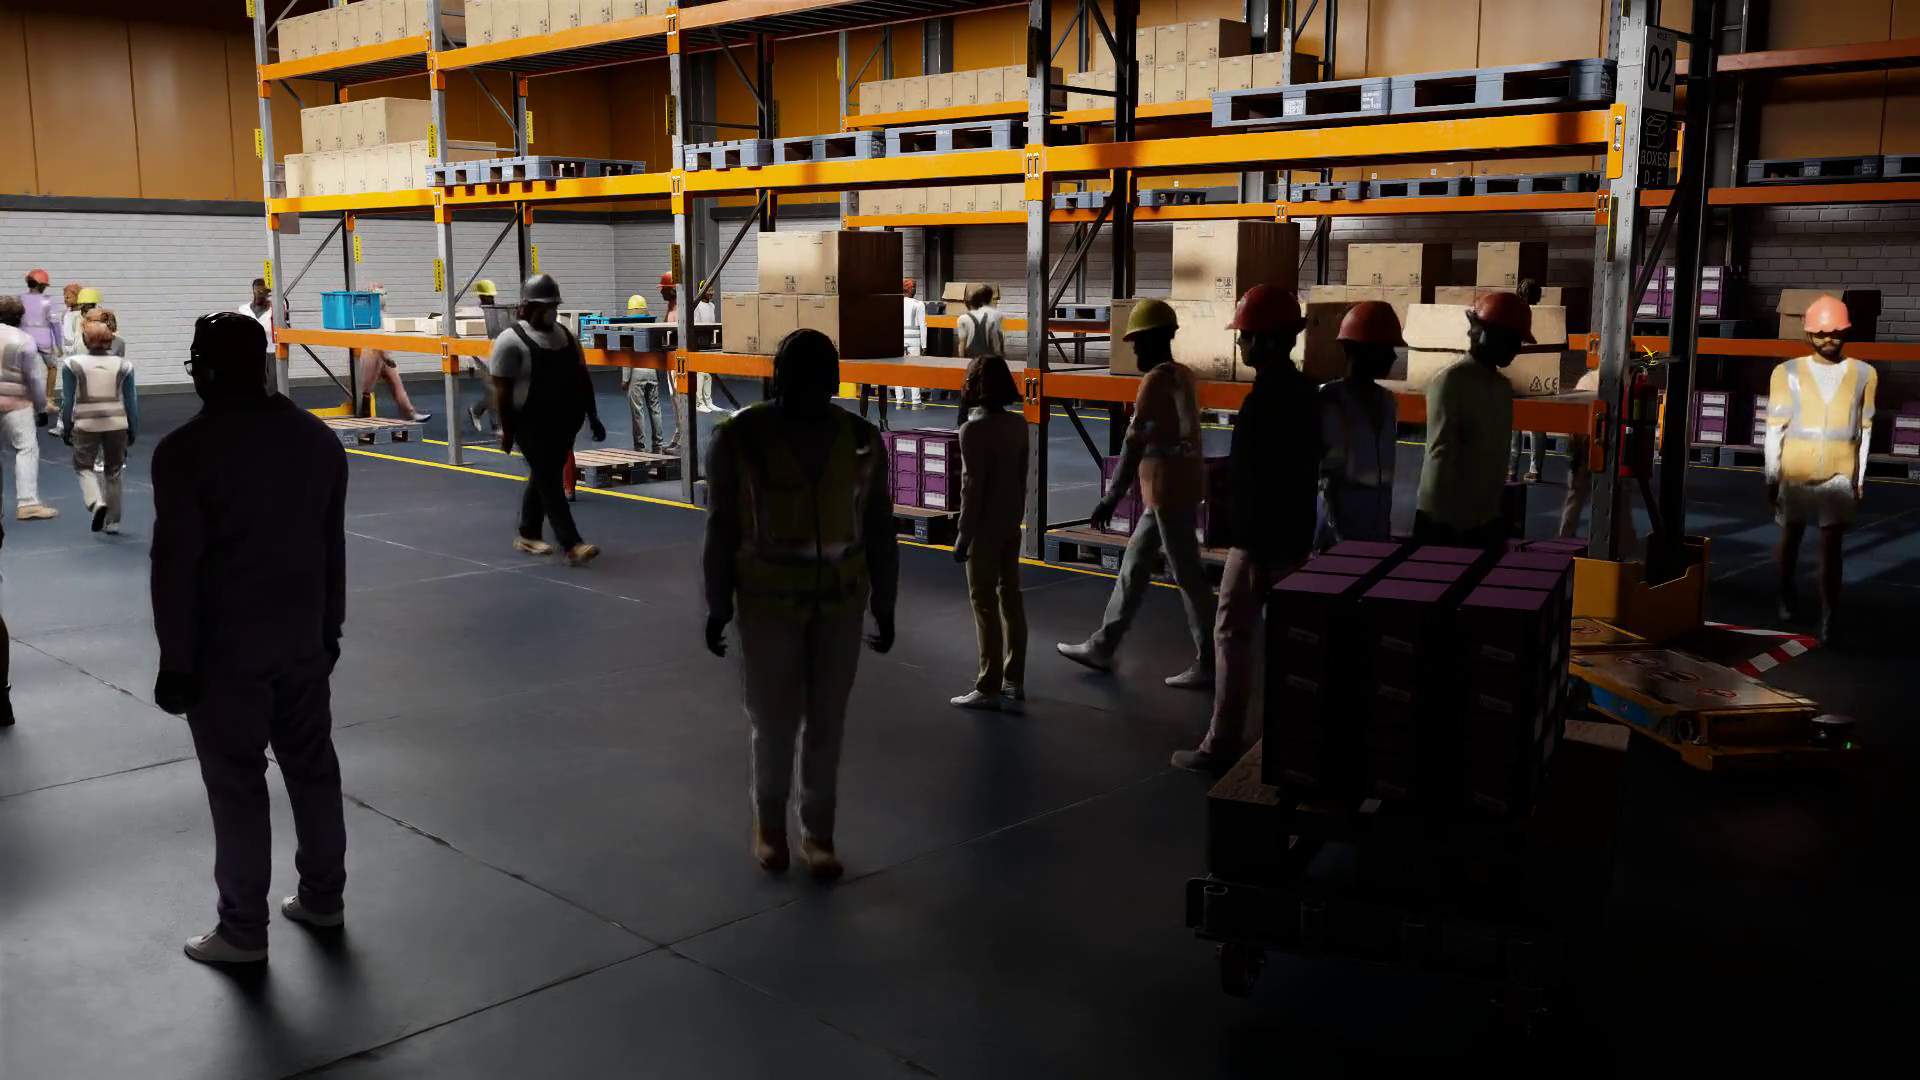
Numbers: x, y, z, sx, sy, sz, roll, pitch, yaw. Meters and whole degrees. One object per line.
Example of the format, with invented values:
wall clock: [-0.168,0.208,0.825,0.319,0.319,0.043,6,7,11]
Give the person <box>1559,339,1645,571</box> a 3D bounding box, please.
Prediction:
person: [4.313,-0.573,11.105,0.533,1.583,0.805,-3,10,-15]

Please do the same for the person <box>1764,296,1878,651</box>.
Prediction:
person: [4.714,-0.398,9.167,0.544,1.882,1.027,3,10,19]

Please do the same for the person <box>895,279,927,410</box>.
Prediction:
person: [-0.740,-2.806,23.895,0.584,1.882,0.337,4,10,24]

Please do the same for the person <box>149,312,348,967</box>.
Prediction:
person: [-2.099,0.285,4.906,0.403,1.900,0.646,4,10,25]

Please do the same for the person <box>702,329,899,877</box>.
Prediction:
person: [-0.513,0.222,5.499,0.656,1.828,0.452,-4,10,-22]

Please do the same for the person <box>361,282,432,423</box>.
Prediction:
person: [-7.277,-2.309,20.968,0.992,1.847,0.639,0,9,0]

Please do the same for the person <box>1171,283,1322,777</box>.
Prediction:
person: [1.275,-0.002,6.458,0.833,1.974,0.623,6,11,34]

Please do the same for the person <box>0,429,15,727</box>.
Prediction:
person: [-4.421,-0.107,7.183,0.379,1.938,0.547,6,11,33]

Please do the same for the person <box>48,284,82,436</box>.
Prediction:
person: [-10.723,-2.193,20.303,0.577,1.837,0.989,2,10,14]

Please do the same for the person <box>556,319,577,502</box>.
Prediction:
person: [-3.557,-1.188,14.344,0.533,1.765,0.325,-9,13,-43]

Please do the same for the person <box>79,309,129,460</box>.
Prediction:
person: [-9.167,-1.662,17.730,0.716,1.605,0.525,8,12,40]

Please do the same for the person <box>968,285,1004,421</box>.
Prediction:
person: [0.265,-2.278,20.871,0.539,1.811,0.973,-6,11,-31]

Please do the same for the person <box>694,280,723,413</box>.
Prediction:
person: [-3.578,-2.736,23.510,0.323,1.871,0.528,4,10,23]

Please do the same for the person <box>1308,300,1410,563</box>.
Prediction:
person: [1.674,-0.041,6.942,0.547,1.889,0.937,-6,11,-32]

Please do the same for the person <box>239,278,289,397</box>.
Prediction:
person: [-8.712,-2.317,20.824,0.625,1.904,0.464,0,9,0]

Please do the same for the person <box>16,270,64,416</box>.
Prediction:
person: [-12.789,-2.730,23.075,0.729,1.996,0.784,-1,9,-9]

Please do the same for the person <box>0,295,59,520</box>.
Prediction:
person: [-7.679,-1.058,13.407,0.781,1.816,0.465,0,9,0]

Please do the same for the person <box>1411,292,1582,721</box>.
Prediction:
person: [2.225,-0.129,7.347,0.663,1.937,1.041,-7,12,-36]

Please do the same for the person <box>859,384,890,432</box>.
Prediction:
person: [-1.016,-2.210,20.066,0.545,1.942,0.354,-3,10,-19]

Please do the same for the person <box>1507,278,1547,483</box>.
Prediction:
person: [5.321,-1.492,15.674,0.631,1.940,0.372,-2,9,-11]

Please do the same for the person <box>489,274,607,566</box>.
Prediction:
person: [-2.817,-0.859,11.476,1.016,2.000,0.692,6,11,34]

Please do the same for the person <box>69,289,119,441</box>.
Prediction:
person: [-10.174,-2.045,19.525,0.617,1.780,0.923,1,9,5]

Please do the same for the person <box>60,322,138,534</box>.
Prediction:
person: [-6.470,-0.829,12.552,0.536,1.625,0.478,-7,12,-37]

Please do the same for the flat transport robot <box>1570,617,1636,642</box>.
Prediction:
flat transport robot: [2.740,0.551,8.247,1.431,0.197,0.652,-2,9,-9]

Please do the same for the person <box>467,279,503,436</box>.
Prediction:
person: [-5.776,-2.221,20.253,0.759,1.901,0.594,7,11,35]

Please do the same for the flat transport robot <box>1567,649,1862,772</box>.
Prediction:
flat transport robot: [3.175,0.708,7.281,0.652,0.197,1.431,-1,9,-9]

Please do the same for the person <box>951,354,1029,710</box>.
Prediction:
person: [0.140,-0.036,7.676,0.269,1.632,0.509,6,11,34]

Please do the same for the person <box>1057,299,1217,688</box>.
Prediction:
person: [0.888,-0.221,8.086,0.963,1.865,0.623,2,10,14]

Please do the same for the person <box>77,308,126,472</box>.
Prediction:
person: [-8.629,-1.506,16.695,0.267,1.631,0.507,1,9,9]

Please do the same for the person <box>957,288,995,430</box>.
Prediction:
person: [0.211,-2.085,19.726,0.523,1.810,0.941,-5,10,-27]

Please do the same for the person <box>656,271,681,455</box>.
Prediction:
person: [-3.108,-1.929,18.178,0.382,1.994,0.612,-3,10,-18]

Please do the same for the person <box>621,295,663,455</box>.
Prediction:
person: [-3.438,-1.755,17.891,0.319,1.740,0.492,9,13,44]
